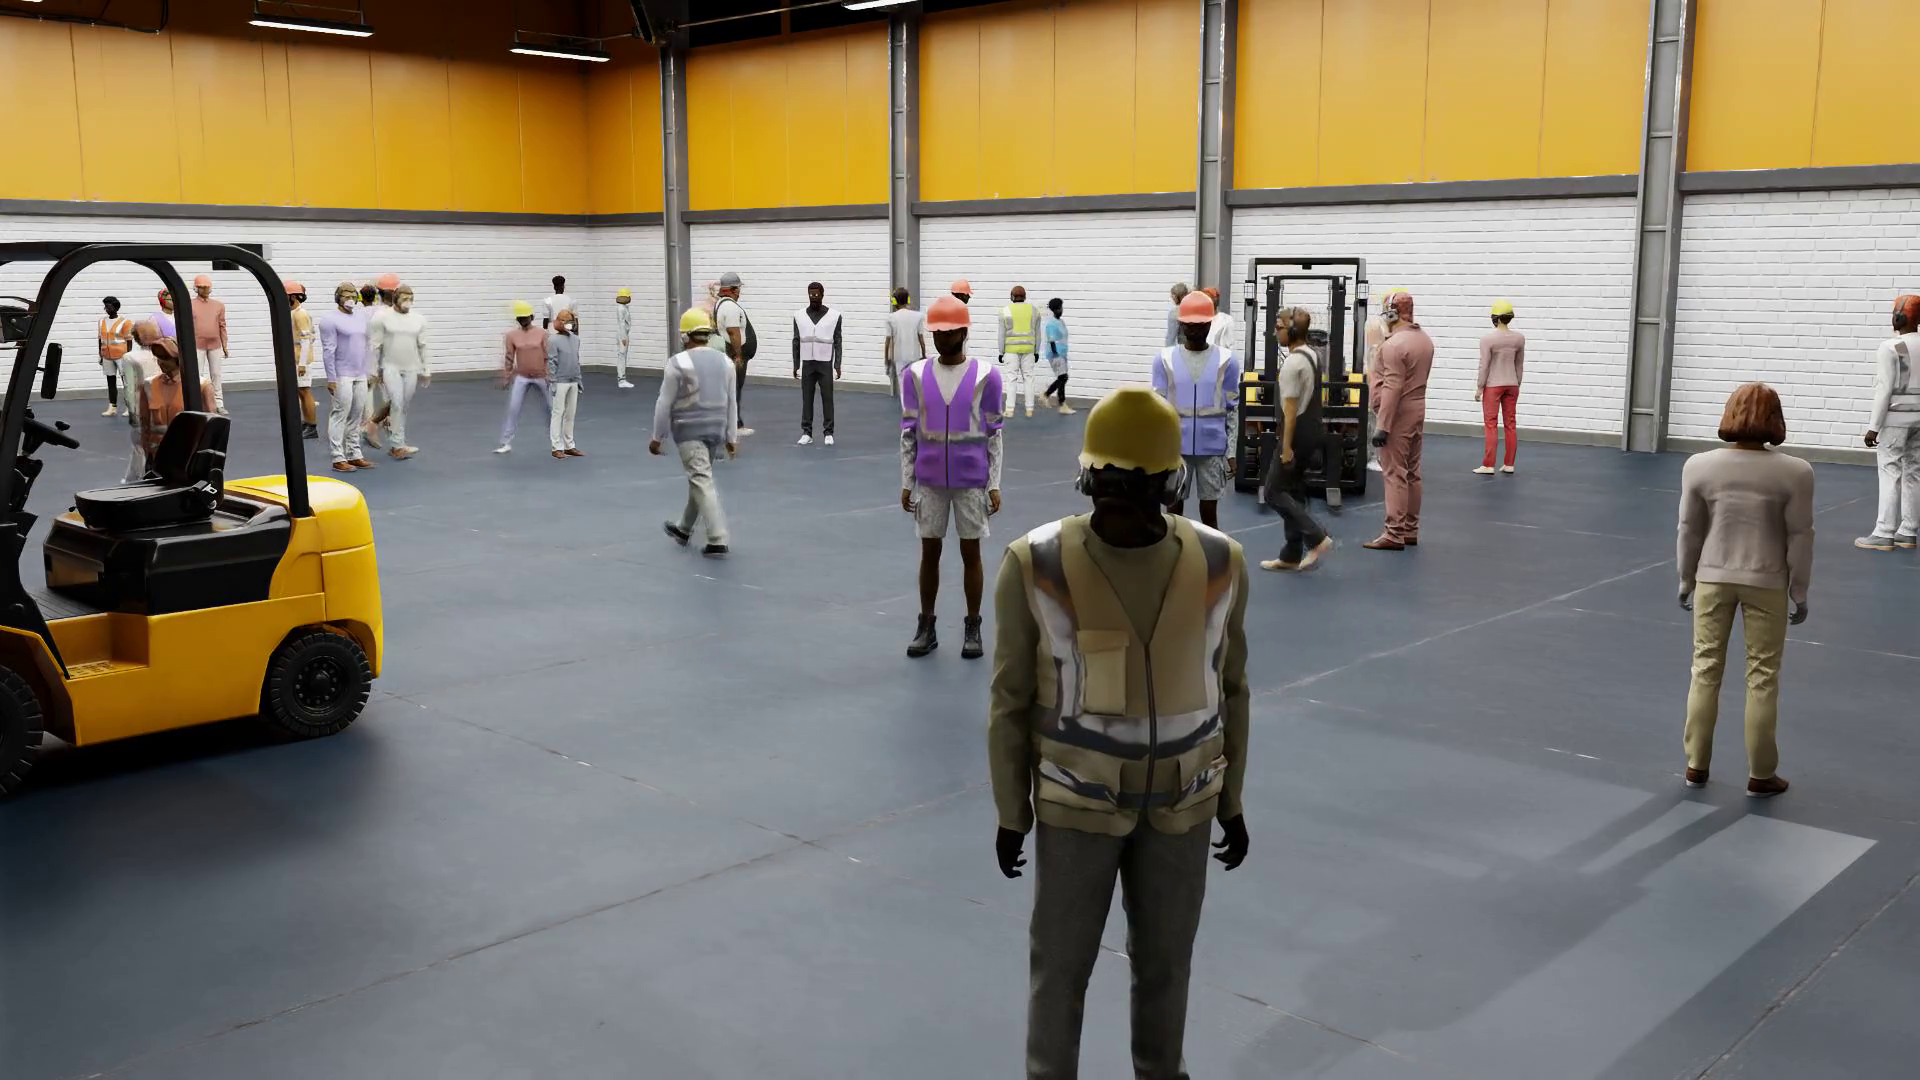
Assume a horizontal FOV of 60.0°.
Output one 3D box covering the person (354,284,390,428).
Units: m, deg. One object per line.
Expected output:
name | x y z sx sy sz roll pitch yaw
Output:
person | -7.659 -2.382 21.634 0.520 1.874 0.327 -8 12 -40

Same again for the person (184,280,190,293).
person | -11.110 -2.780 23.911 0.590 1.923 0.383 8 12 41

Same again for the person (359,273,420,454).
person | -6.355 -1.940 18.440 0.530 2.026 0.615 -5 10 -27

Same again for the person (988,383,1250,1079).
person | 0.362 0.568 3.675 0.599 1.828 0.404 -2 9 -10

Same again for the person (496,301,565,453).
person | -4.891 -1.835 18.795 0.729 1.718 0.498 0 9 -1

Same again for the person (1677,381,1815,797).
person | 3.087 0.193 6.568 0.499 1.635 0.281 7 12 38

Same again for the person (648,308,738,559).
person | -1.956 -0.782 12.085 0.924 1.781 0.591 8 12 41

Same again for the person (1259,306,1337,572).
person | 2.290 -0.661 11.229 0.458 1.832 0.503 5 11 30

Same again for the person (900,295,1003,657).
person | -0.051 -0.329 8.844 0.551 1.934 0.373 2 9 10

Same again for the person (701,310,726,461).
person | -2.715 -1.639 17.799 0.286 1.636 0.499 8 12 41

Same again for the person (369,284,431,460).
person | -6.018 -1.811 18.039 0.643 1.899 0.877 -8 12 -41

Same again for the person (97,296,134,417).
person | -11.836 -2.569 23.314 0.533 1.698 0.318 1 9 7

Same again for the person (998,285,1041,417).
person | 0.820 -2.633 23.268 0.627 1.844 0.429 -2 9 -12

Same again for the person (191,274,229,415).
person | -10.651 -2.747 23.489 0.612 1.997 0.376 -9 13 -42

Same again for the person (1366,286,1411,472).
person | 4.357 -1.625 16.931 0.596 1.896 0.580 -5 11 -30

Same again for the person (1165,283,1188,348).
person | 2.878 -2.322 21.200 0.650 1.888 0.811 -8 12 -42

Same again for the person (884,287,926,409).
person | -0.689 -2.209 20.661 0.543 1.838 0.706 -3 10 -15

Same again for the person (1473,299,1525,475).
person | 5.434 -1.538 16.774 0.525 1.772 0.308 -3 10 -19

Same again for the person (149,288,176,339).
person | -9.412 -2.073 19.814 0.382 1.845 0.571 1 9 4

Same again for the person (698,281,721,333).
person | -3.723 -2.973 25.211 0.664 1.888 0.650 6 11 34

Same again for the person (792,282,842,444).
person | -1.690 -2.087 19.679 0.597 1.918 0.383 1 9 5

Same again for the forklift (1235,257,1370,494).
forklift | 3.309 -1.629 16.029 1.214 2.155 2.313 2 9 11

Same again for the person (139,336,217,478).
person | -5.098 -0.514 10.898 0.515 1.638 0.315 1 9 4

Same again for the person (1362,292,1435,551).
person | 3.224 -0.873 12.301 0.406 1.902 0.639 7 12 37

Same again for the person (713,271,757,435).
person | -2.809 -2.334 20.821 0.537 2.000 0.682 -4 10 -24

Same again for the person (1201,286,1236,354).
person | 2.785 -1.872 18.471 0.583 1.882 0.337 9 13 44

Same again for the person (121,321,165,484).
person | -7.337 -1.173 15.056 0.875 1.587 0.532 8 12 39

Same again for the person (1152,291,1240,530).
person | 1.450 -0.568 10.318 0.553 1.933 0.368 1 9 8

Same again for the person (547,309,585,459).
person | -4.315 -1.709 18.238 0.283 1.631 0.503 5 10 27

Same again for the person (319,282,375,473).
person | -6.270 -1.665 17.040 0.355 1.936 0.633 3 10 18

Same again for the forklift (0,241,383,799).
forklift | -3.706 -0.171 7.093 1.214 2.155 2.313 9 13 43

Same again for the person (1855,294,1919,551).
person | 6.928 -0.859 12.260 0.575 1.885 0.355 -4 10 -22

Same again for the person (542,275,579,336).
person | -6.714 -3.461 27.974 0.613 1.958 0.372 -4 10 -21

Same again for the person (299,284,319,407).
person | -9.952 -2.933 25.108 0.429 1.844 0.627 -6 11 -32

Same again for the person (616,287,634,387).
person | -5.884 -3.553 29.207 0.309 1.744 0.485 -1 9 -6

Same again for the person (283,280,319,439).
person | -8.078 -2.193 20.276 0.379 1.937 0.548 -5 11 -29

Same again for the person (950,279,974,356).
person | -0.010 -2.385 21.452 0.376 1.936 0.549 -3 10 -16

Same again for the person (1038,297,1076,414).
person | 1.402 -2.624 23.713 0.520 1.671 0.562 3 10 20
